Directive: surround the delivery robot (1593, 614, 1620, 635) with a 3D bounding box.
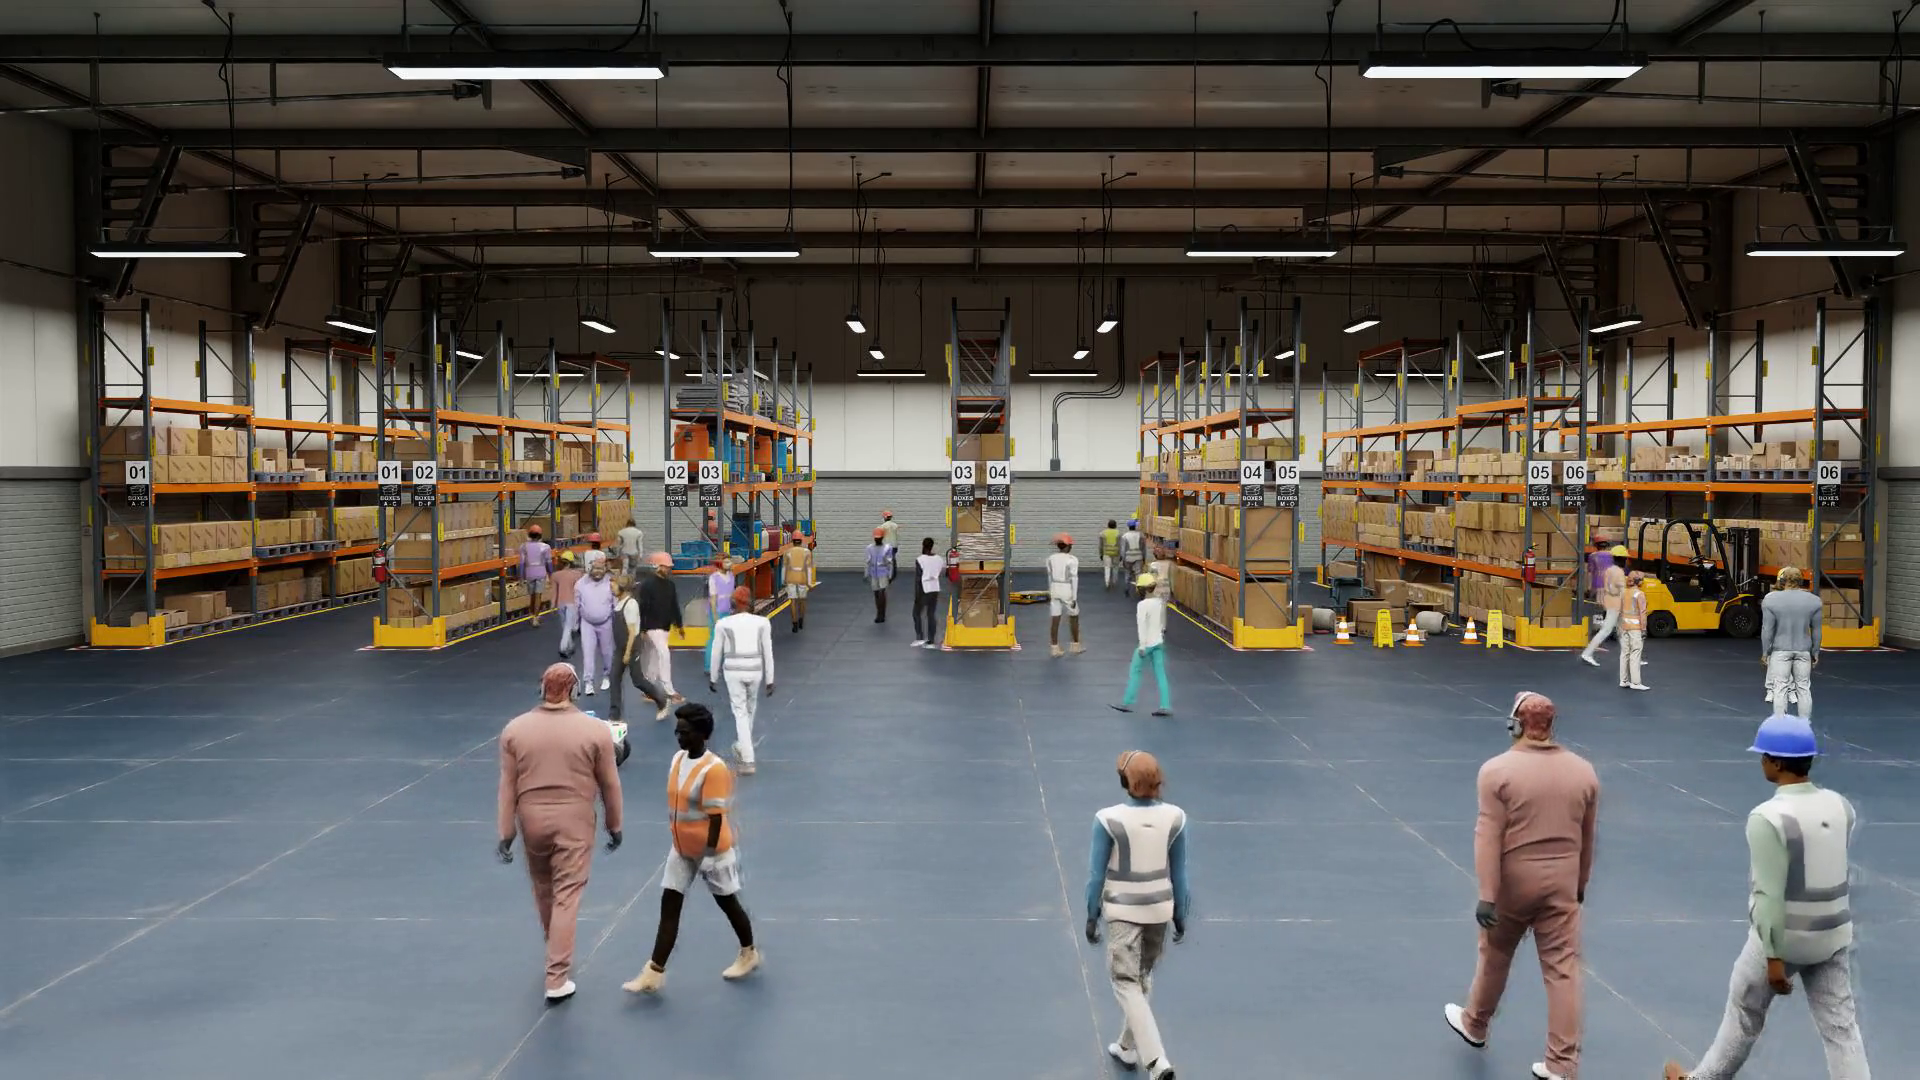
[{"bbox_3d":[11.747,1.473,29.102,0.477,0.478,0.707,-1,2,-16],"label":"delivery robot"}]

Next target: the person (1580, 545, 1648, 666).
[{"bbox_3d":[10.086,1.012,24.960,0.988,1.887,0.582,1,2,14],"label":"person"}]

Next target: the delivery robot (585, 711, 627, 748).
[{"bbox_3d":[-3.749,1.979,16.363,0.707,0.478,0.477,0,2,-1],"label":"delivery robot"}]

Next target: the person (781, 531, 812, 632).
[{"bbox_3d":[-3.118,0.776,30.667,0.567,1.887,0.983,0,2,-12],"label":"person"}]

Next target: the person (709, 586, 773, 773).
[{"bbox_3d":[-2.200,1.380,16.213,0.593,1.827,0.992,-1,2,-23],"label":"person"}]

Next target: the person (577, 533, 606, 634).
[{"bbox_3d":[-6.865,0.805,30.175,0.566,1.888,1.011,1,2,24],"label":"person"}]

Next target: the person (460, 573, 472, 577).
[{"bbox_3d":[-12.526,0.343,40.759,0.603,1.959,0.379,1,3,31],"label":"person"}]

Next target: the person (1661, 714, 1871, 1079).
[{"bbox_3d":[3.611,1.710,7.107,0.613,1.891,1.000,-1,2,-21],"label":"person"}]

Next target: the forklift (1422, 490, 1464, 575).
[{"bbox_3d":[13.926,-0.371,47.846,1.873,2.768,1.129,0,2,0],"label":"forklift"}]

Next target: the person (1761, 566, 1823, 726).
[{"bbox_3d":[9.269,1.257,18.017,0.631,1.940,0.370,0,2,11],"label":"person"}]

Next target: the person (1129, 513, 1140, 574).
[{"bbox_3d":[5.286,0.102,48.426,0.599,1.829,0.403,-2,3,-37],"label":"person"}]

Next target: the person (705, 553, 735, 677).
[{"bbox_3d":[-3.357,1.100,23.473,0.919,1.806,0.602,1,3,28],"label":"person"}]

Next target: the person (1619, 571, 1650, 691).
[{"bbox_3d":[9.271,1.239,22.215,0.311,1.636,0.523,0,2,-11],"label":"person"}]

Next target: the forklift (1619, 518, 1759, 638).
[{"bbox_3d":[13.417,0.684,29.791,2.313,2.155,1.214,0,2,0],"label":"forklift"}]

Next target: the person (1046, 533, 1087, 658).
[{"bbox_3d":[1.744,0.893,26.346,0.612,2.012,0.890,1,3,33],"label":"person"}]

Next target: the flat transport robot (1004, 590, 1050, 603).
[{"bbox_3d":[1.648,1.317,37.721,0.652,0.197,1.431,2,3,34],"label":"flat transport robot"}]

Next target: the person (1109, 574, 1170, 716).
[{"bbox_3d":[2.235,1.282,19.848,0.846,1.725,0.553,2,3,39],"label":"person"}]

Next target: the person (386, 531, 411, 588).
[{"bbox_3d":[-11.133,0.734,32.024,0.511,1.872,0.328,0,2,9],"label":"person"}]

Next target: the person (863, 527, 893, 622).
[{"bbox_3d":[-1.646,0.703,32.290,0.544,1.908,0.608,1,2,20],"label":"person"}]

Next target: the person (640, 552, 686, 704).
[{"bbox_3d":[-3.773,1.137,20.819,0.884,1.957,0.623,1,2,24],"label":"person"}]

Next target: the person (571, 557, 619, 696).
[{"bbox_3d":[-4.925,1.149,21.911,0.692,1.856,0.988,0,2,-9],"label":"person"}]

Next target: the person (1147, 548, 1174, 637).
[{"bbox_3d":[3.639,0.951,29.575,0.539,1.616,0.573,-1,2,-19],"label":"person"}]

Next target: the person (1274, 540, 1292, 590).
[{"bbox_3d":[8.277,0.399,41.161,0.641,1.809,0.830,-1,2,-17],"label":"person"}]

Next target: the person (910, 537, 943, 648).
[{"bbox_3d":[-0.590,0.899,27.606,0.598,1.889,0.590,-2,3,-40],"label":"person"}]

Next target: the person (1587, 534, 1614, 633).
[{"bbox_3d":[11.778,0.833,29.502,0.577,1.877,0.991,0,2,4],"label":"person"}]

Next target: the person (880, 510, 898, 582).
[{"bbox_3d":[-1.993,0.171,44.841,0.637,1.985,0.413,-2,3,-43],"label":"person"}]

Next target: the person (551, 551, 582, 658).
[{"bbox_3d":[-6.402,1.039,26.302,0.530,1.741,0.824,0,2,12],"label":"person"}]

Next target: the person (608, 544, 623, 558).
[{"bbox_3d":[-10.073,0.149,47.395,0.606,1.814,0.631,-1,3,-29],"label":"person"}]

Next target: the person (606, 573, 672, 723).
[{"bbox_3d":[-3.838,1.285,18.974,0.864,1.810,0.516,-2,3,-41],"label":"person"}]

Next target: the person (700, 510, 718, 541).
[{"bbox_3d":[-6.872,0.170,44.657,0.609,1.997,0.375,0,2,9],"label":"person"}]

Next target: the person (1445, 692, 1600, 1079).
[{"bbox_3d":[2.789,1.684,8.042,0.677,1.866,0.948,0,2,-9],"label":"person"}]

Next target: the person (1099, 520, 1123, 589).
[{"bbox_3d":[3.941,0.372,42.089,0.639,1.801,0.944,0,2,12],"label":"person"}]

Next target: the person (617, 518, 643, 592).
[{"bbox_3d":[-8.335,0.383,40.690,0.683,1.892,0.973,0,2,-3],"label":"person"}]

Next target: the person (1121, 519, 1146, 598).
[{"bbox_3d":[4.188,0.453,38.915,0.620,1.900,1.013,0,2,-1],"label":"person"}]

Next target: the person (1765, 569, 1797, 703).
[{"bbox_3d":[10.696,1.237,20.945,0.494,1.741,0.314,1,2,21],"label":"person"}]

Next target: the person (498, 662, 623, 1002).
[{"bbox_3d":[-2.287,1.642,9.364,0.669,1.854,0.988,0,2,3],"label":"person"}]

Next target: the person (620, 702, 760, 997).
[{"bbox_3d":[-1.499,1.747,9.235,0.890,1.648,0.546,-2,3,-44],"label":"person"}]

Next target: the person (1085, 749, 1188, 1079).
[{"bbox_3d":[0.878,1.822,7.809,0.523,1.611,0.761,-1,2,-21],"label":"person"}]

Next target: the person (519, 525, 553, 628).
[{"bbox_3d":[-8.268,0.704,31.474,0.613,1.987,1.099,0,2,-2],"label":"person"}]
